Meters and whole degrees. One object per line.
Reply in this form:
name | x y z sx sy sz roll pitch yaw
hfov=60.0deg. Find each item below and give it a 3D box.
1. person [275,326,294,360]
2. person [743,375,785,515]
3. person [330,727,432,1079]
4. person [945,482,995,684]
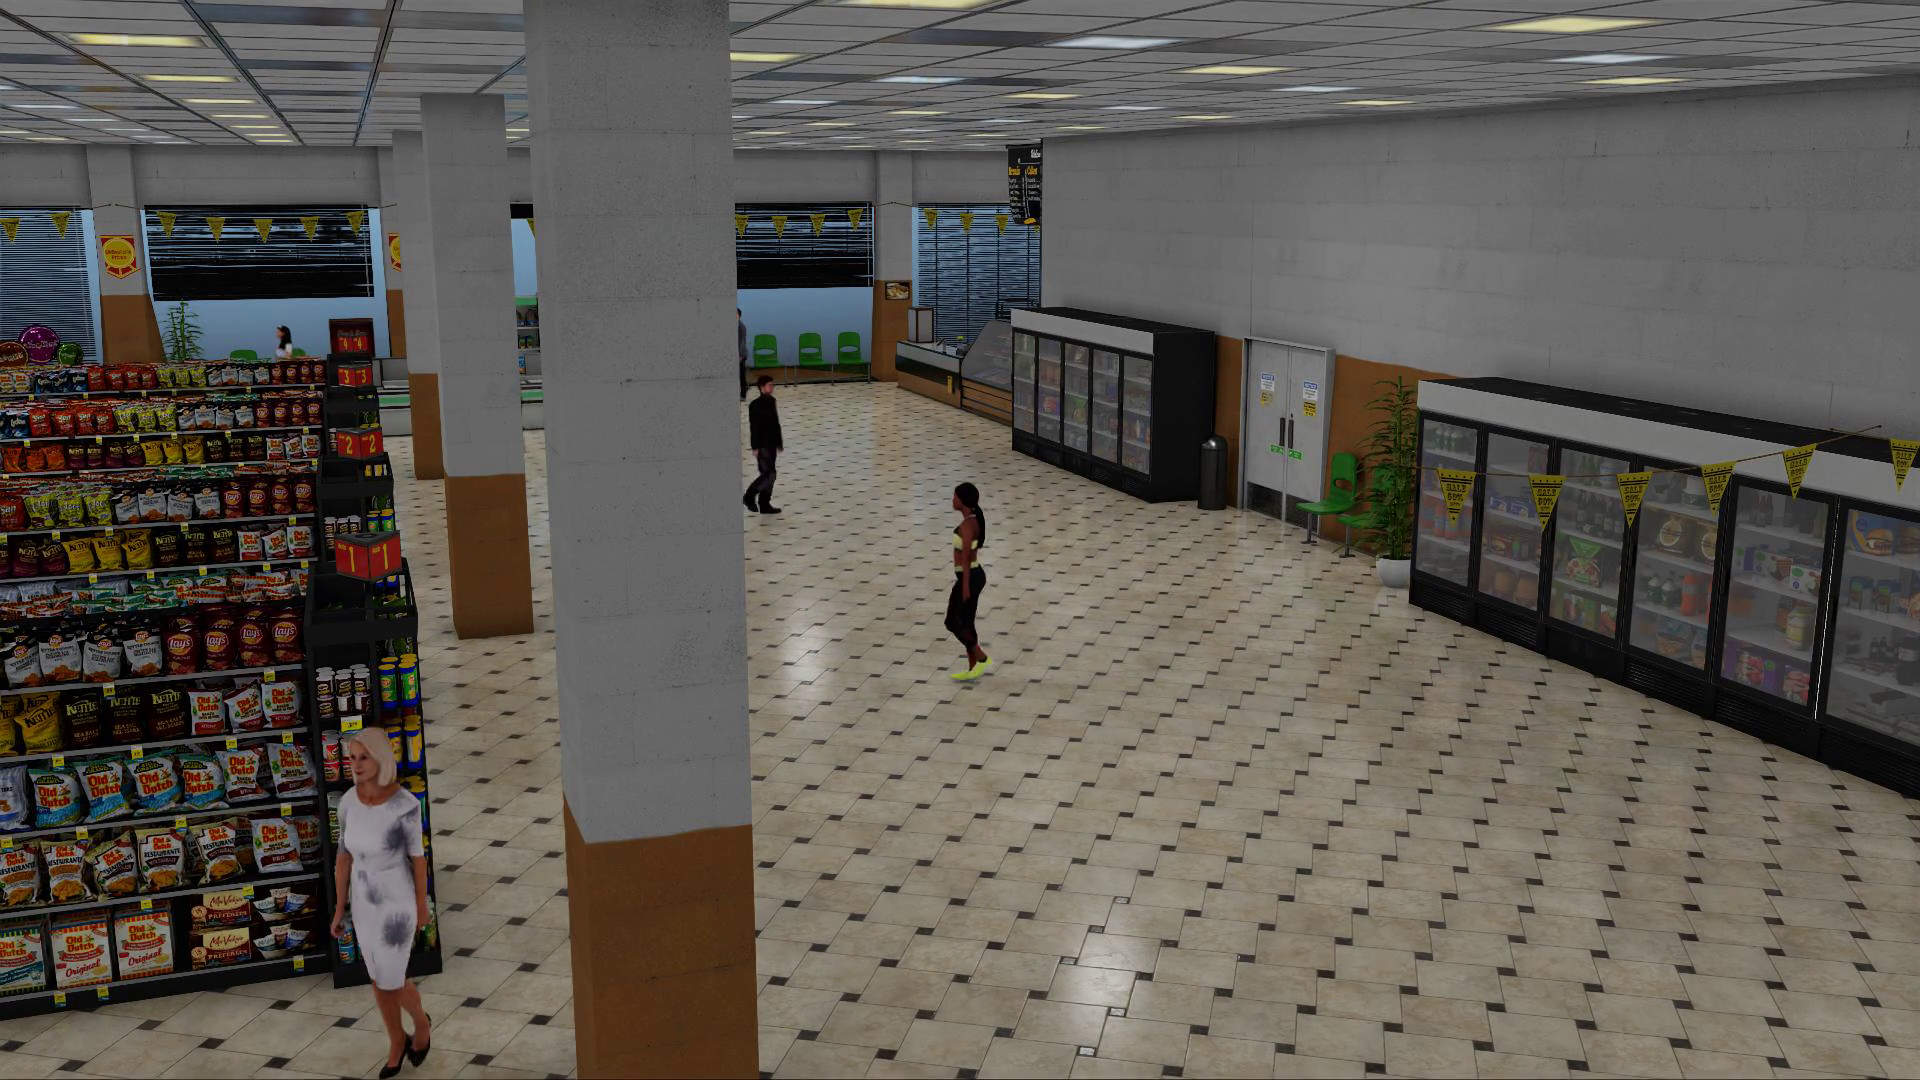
person | -11.931 -2.912 29.687 1.165 1.792 0.891 -10 15 -39
person | -2.611 -1.225 21.590 0.924 1.825 0.880 4 12 18
person | -2.696 1.702 7.909 0.681 1.735 0.750 3 12 16
person | 0.156 0.385 14.149 0.779 1.741 0.721 2 12 11
